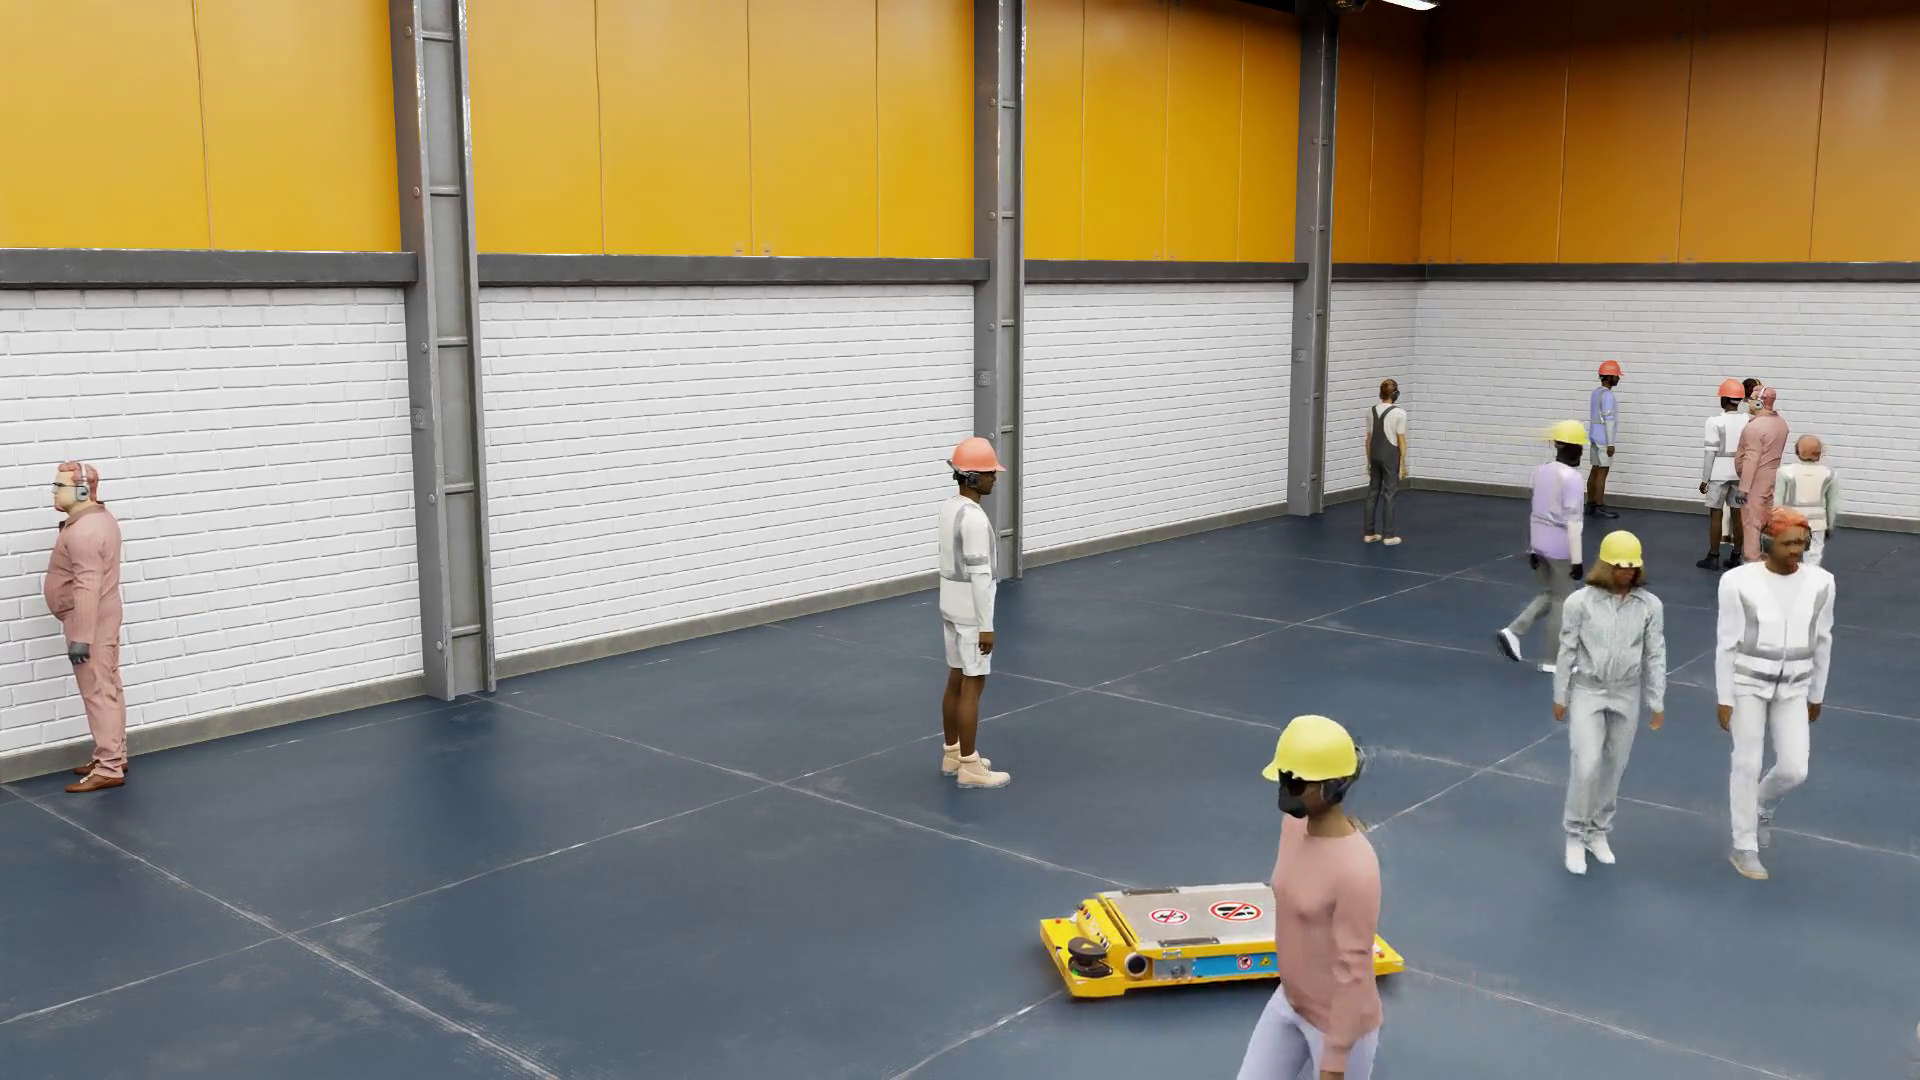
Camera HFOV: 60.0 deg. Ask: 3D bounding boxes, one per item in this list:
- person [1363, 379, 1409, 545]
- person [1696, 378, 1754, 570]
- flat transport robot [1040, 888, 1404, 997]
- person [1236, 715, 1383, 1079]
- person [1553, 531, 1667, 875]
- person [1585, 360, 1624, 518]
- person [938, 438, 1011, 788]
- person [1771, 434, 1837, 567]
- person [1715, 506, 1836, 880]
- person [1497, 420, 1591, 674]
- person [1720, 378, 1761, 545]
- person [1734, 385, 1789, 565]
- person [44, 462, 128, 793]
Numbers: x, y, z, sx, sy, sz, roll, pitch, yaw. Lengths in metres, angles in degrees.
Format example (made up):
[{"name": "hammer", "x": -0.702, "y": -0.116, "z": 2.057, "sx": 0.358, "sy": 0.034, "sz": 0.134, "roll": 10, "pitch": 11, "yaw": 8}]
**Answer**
[{"name": "person", "x": 4.711, "y": -0.859, "z": 18.409, "sx": 0.336, "sy": 1.839, "sz": 0.511, "roll": -7, "pitch": 11, "yaw": -38}, {"name": "person", "x": 7.737, "y": -0.657, "z": 16.792, "sx": 0.545, "sy": 1.942, "sz": 0.351, "roll": -1, "pitch": 9, "yaw": -6}, {"name": "flat transport robot", "x": 1.114, "y": 1.704, "z": 7.195, "sx": 1.431, "sy": 0.197, "sz": 0.652, "roll": -1, "pitch": 9, "yaw": -9}, {"name": "person", "x": 0.996, "y": 1.352, "z": 4.746, "sx": 0.411, "sy": 1.748, "sz": 0.551, "roll": -2, "pitch": 9, "yaw": -15}, {"name": "person", "x": 3.249, "y": 0.806, "z": 8.286, "sx": 0.503, "sy": 1.720, "sz": 0.596, "roll": 0, "pitch": 9, "yaw": 0}, {"name": "person", "x": 7.930, "y": -1.236, "z": 20.446, "sx": 0.361, "sy": 1.938, "sz": 0.545, "roll": 0, "pitch": 9, "yaw": 1}, {"name": "person", "x": 0.078, "y": 0.421, "z": 9.708, "sx": 0.373, "sy": 2.043, "sz": 0.615, "roll": -3, "pitch": 10, "yaw": -18}, {"name": "person", "x": 7.238, "y": -0.105, "z": 14.343, "sx": 0.538, "sy": 1.614, "sz": 0.685, "roll": 2, "pitch": 9, "yaw": 12}, {"name": "person", "x": 4.008, "y": 0.745, "z": 8.273, "sx": 0.578, "sy": 1.858, "sz": 0.496, "roll": 1, "pitch": 9, "yaw": 5}, {"name": "person", "x": 4.394, "y": 0.059, "z": 12.375, "sx": 0.544, "sy": 1.914, "sz": 0.587, "roll": -1, "pitch": 9, "yaw": -8}, {"name": "person", "x": 8.630, "y": -0.859, "z": 18.351, "sx": 0.353, "sy": 1.854, "sz": 0.513, "roll": -4, "pitch": 10, "yaw": -26}, {"name": "person", "x": 7.746, "y": -0.546, "z": 16.192, "sx": 0.642, "sy": 1.913, "sz": 0.408, "roll": -8, "pitch": 12, "yaw": -40}, {"name": "person", "x": -5.074, "y": 0.494, "z": 9.661, "sx": 0.409, "sy": 1.913, "sz": 0.647, "roll": -3, "pitch": 10, "yaw": -19}]
